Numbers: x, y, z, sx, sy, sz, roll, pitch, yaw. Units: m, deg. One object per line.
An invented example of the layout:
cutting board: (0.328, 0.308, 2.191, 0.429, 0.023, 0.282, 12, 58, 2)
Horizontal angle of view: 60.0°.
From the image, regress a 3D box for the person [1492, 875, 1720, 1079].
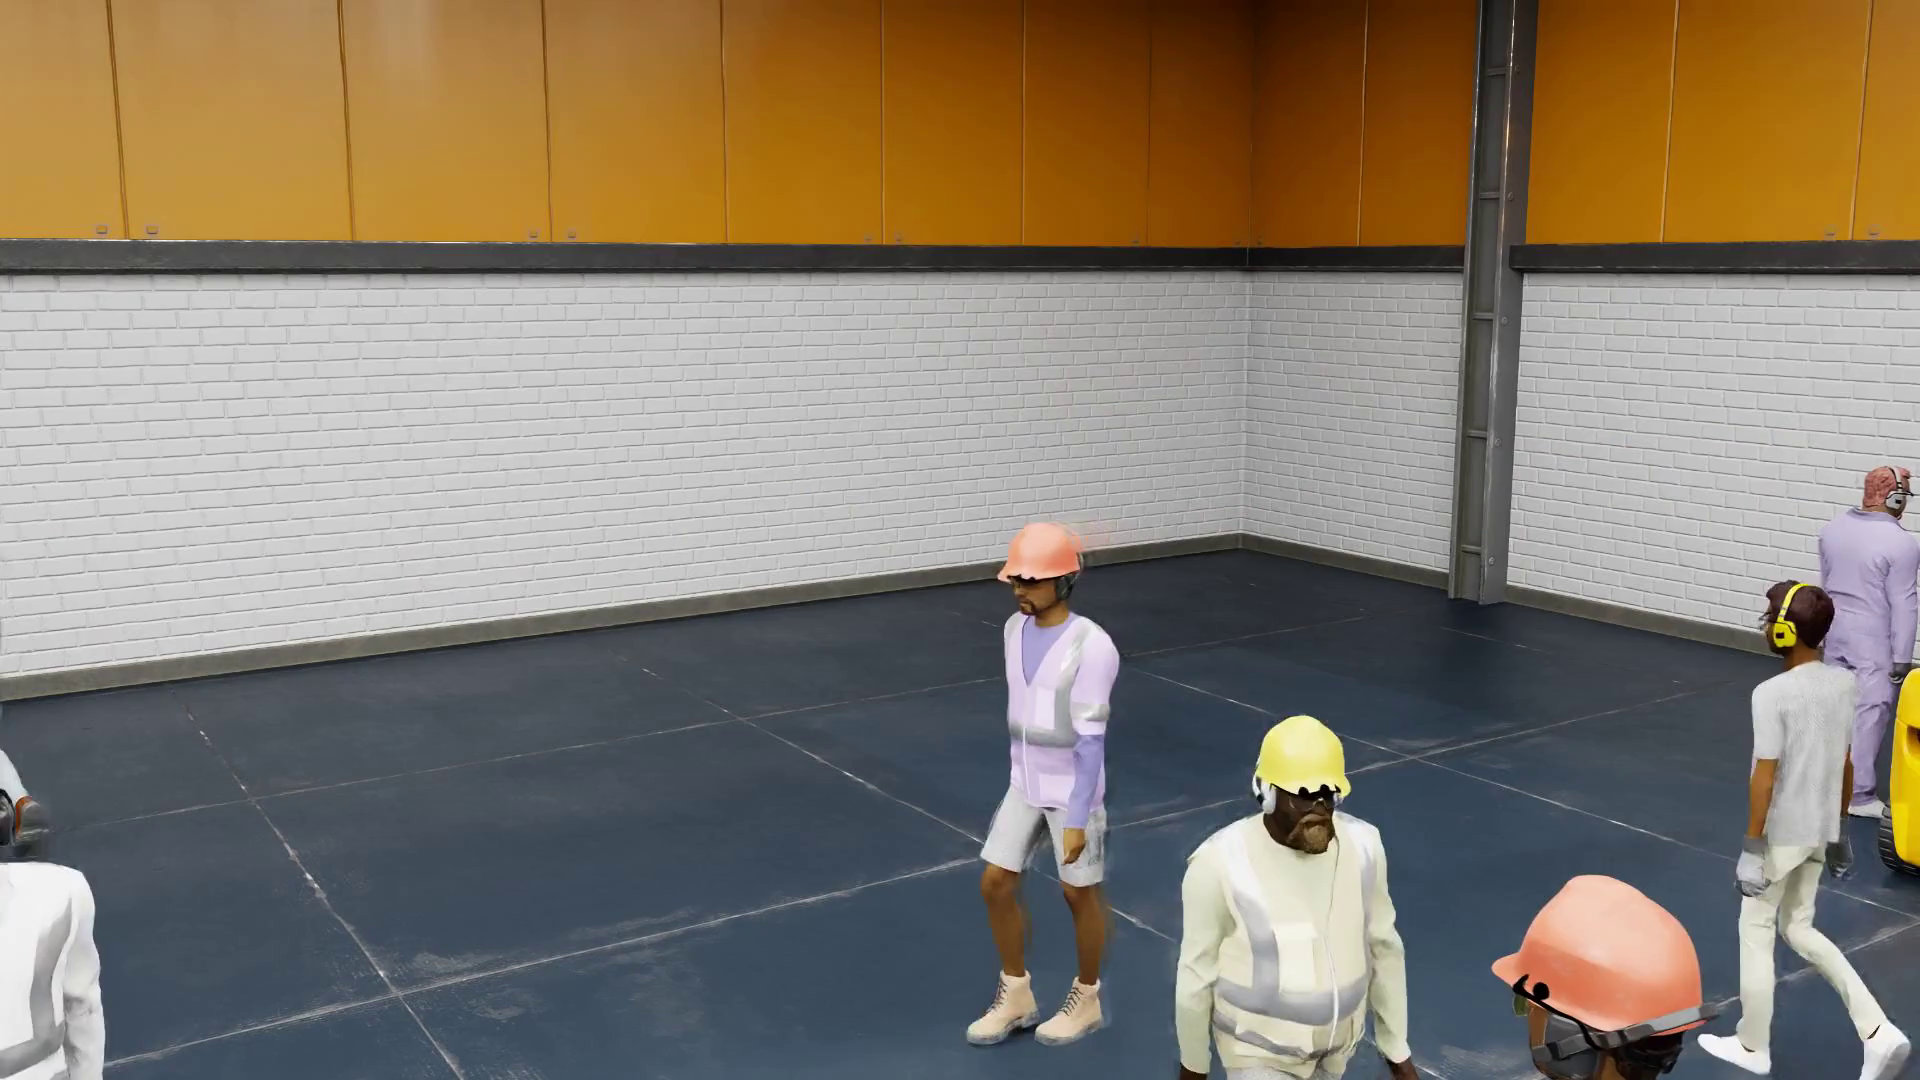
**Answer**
person: (0.976, 1.522, 2.630, 0.605, 2.045, 0.382, -7, 12, -36)

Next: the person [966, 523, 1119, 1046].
person: (0.297, 0.940, 6.190, 0.694, 2.018, 0.610, -8, 12, -40)

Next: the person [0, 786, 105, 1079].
person: (-2.254, 1.420, 3.836, 0.575, 1.837, 0.941, -6, 11, -33)

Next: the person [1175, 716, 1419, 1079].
person: (0.935, 1.355, 4.374, 0.599, 1.795, 0.859, -4, 10, -24)

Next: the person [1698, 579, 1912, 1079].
person: (3.023, 1.073, 5.913, 0.522, 1.857, 0.657, -5, 11, -27)

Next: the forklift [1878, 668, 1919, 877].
forklift: (5.511, 0.571, 7.906, 2.313, 2.155, 1.214, -6, 11, -33)

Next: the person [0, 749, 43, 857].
person: (-4.939, 0.673, 8.128, 0.798, 1.912, 0.630, 4, 10, 23)

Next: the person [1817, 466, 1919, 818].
person: (4.907, 0.543, 8.969, 0.404, 1.900, 0.644, -2, 10, -14)
